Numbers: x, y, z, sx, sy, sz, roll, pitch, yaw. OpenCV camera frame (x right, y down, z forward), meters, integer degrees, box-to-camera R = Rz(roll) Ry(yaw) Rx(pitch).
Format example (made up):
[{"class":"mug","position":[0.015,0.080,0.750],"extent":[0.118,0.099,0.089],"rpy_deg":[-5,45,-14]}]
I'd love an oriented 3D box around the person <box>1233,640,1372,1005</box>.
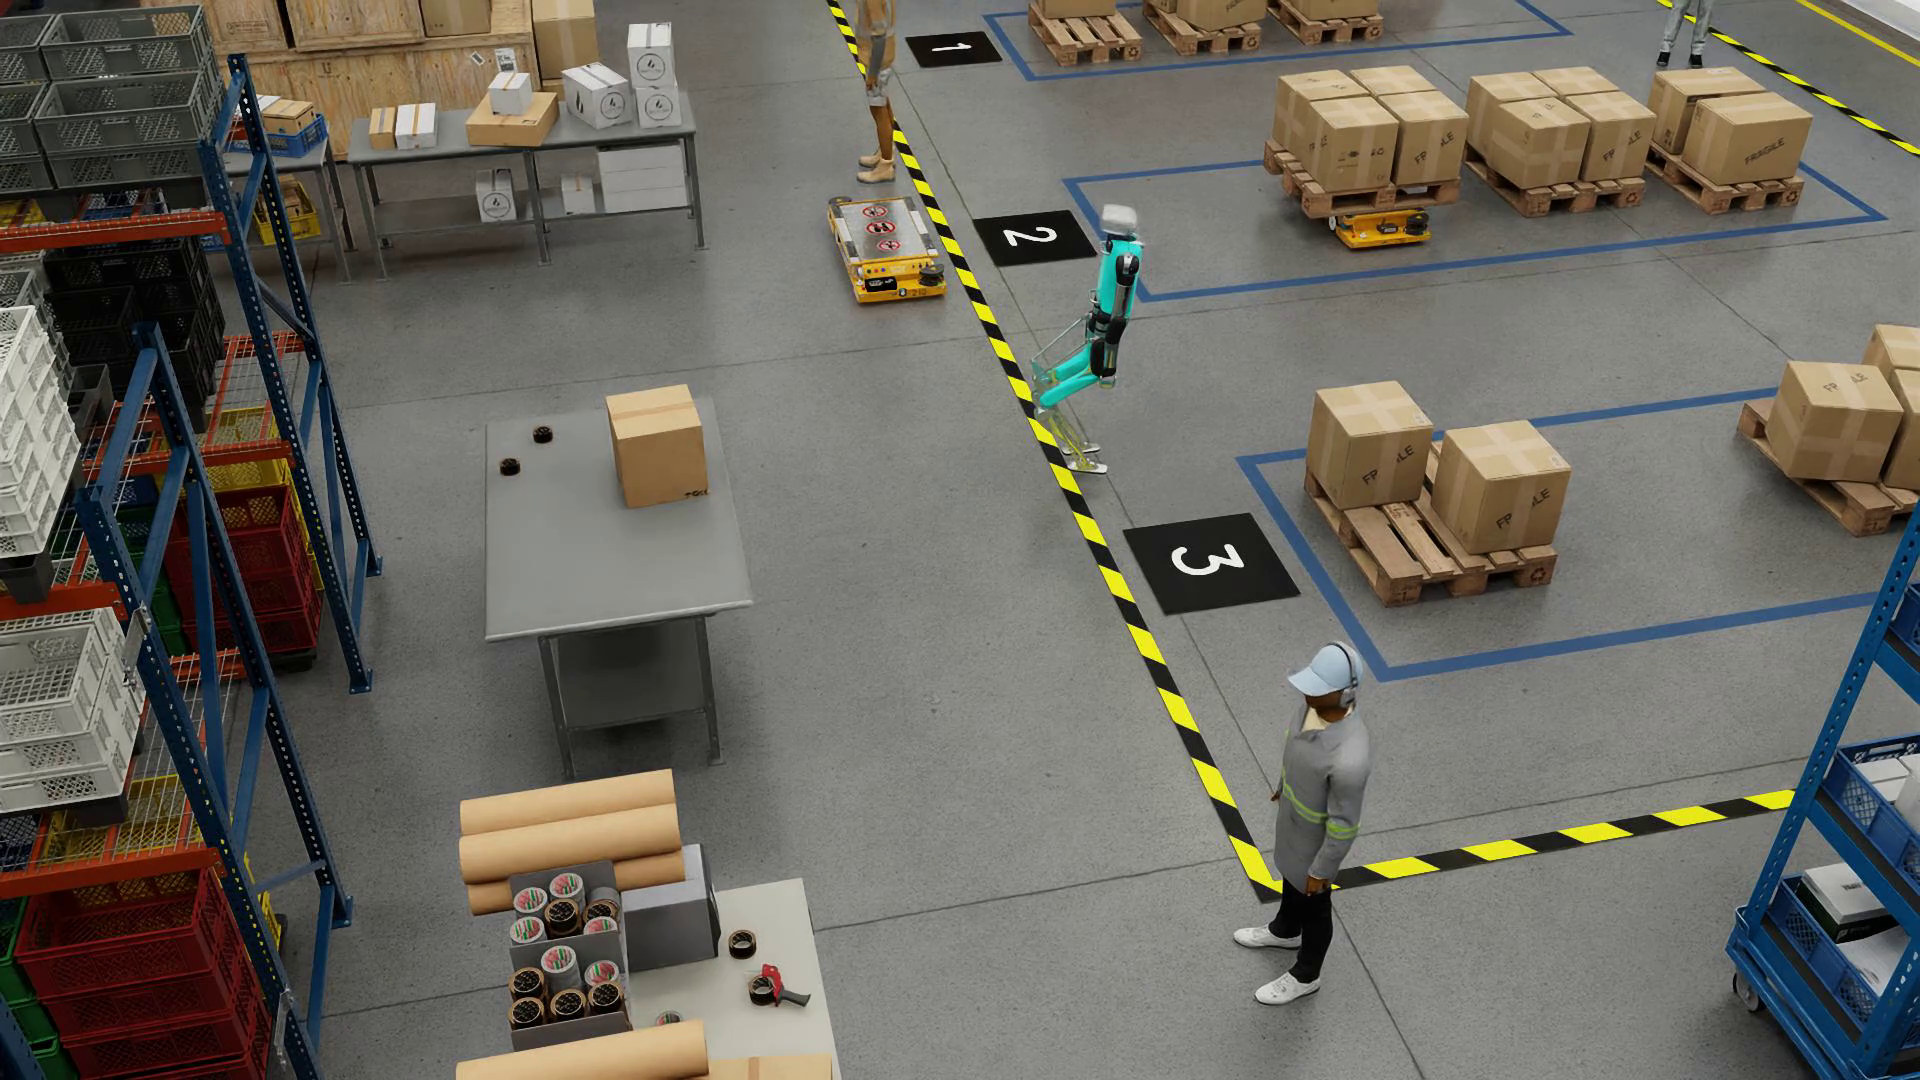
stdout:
[{"class":"person","position":[1.395,1.135,6.701],"extent":[0.365,1.852,0.590],"rpy_deg":[-4,37,-6]}]

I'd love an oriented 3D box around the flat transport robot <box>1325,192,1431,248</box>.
[{"class":"flat transport robot","position":[3.134,-2.740,13.213],"extent":[0.652,0.197,1.431],"rpy_deg":[-8,37,-10]}]

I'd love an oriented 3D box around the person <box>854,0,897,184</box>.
[{"class":"person","position":[-0.692,-3.852,13.247],"extent":[0.370,2.040,0.615],"rpy_deg":[1,37,2]}]

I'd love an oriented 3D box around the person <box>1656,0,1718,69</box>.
[{"class":"person","position":[6.880,-5.280,15.339],"extent":[0.585,1.834,0.404],"rpy_deg":[9,38,12]}]

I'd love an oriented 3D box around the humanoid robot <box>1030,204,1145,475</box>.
[{"class":"humanoid robot","position":[0.677,-1.166,9.782],"extent":[0.735,1.672,0.533],"rpy_deg":[-1,37,-1]}]

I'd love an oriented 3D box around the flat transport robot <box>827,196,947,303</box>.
[{"class":"flat transport robot","position":[-0.570,-2.220,12.538],"extent":[0.659,0.231,1.431],"rpy_deg":[-8,37,-10]}]
